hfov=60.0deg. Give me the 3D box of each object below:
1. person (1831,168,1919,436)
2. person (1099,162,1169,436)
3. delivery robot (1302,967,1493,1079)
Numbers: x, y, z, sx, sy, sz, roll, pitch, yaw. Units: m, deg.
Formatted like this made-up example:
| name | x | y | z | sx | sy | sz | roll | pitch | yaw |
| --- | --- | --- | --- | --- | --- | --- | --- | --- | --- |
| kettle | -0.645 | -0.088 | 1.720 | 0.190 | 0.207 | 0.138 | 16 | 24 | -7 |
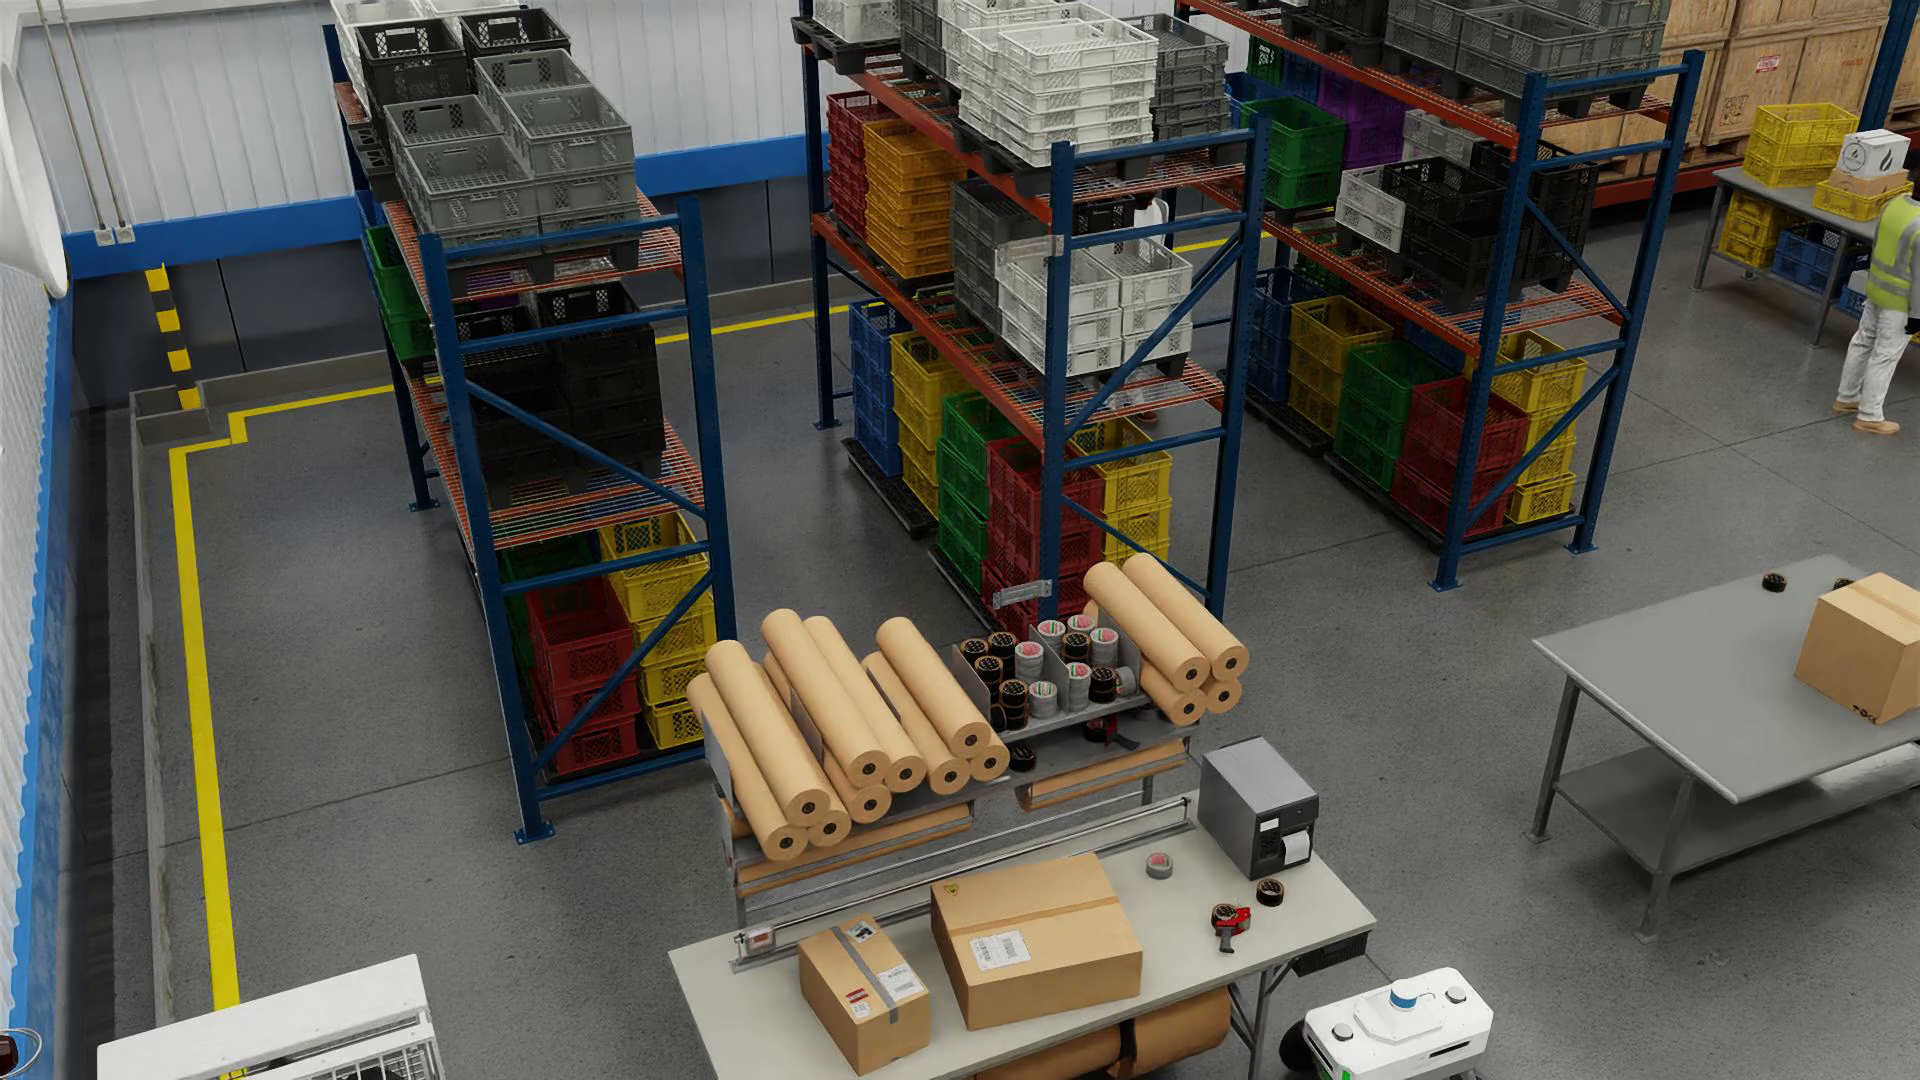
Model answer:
| name | x | y | z | sx | sy | sz | roll | pitch | yaw |
| --- | --- | --- | --- | --- | --- | --- | --- | --- | --- |
| person | 6.248 | -1.610 | 11.073 | 0.429 | 1.844 | 0.627 | -1 | 32 | -1 |
| person | 1.149 | -1.611 | 11.036 | 0.575 | 1.882 | 0.355 | -23 | 39 | -33 |
| delivery robot | 1.702 | 1.917 | 6.475 | 0.707 | 0.478 | 0.477 | -12 | 33 | -18 |
